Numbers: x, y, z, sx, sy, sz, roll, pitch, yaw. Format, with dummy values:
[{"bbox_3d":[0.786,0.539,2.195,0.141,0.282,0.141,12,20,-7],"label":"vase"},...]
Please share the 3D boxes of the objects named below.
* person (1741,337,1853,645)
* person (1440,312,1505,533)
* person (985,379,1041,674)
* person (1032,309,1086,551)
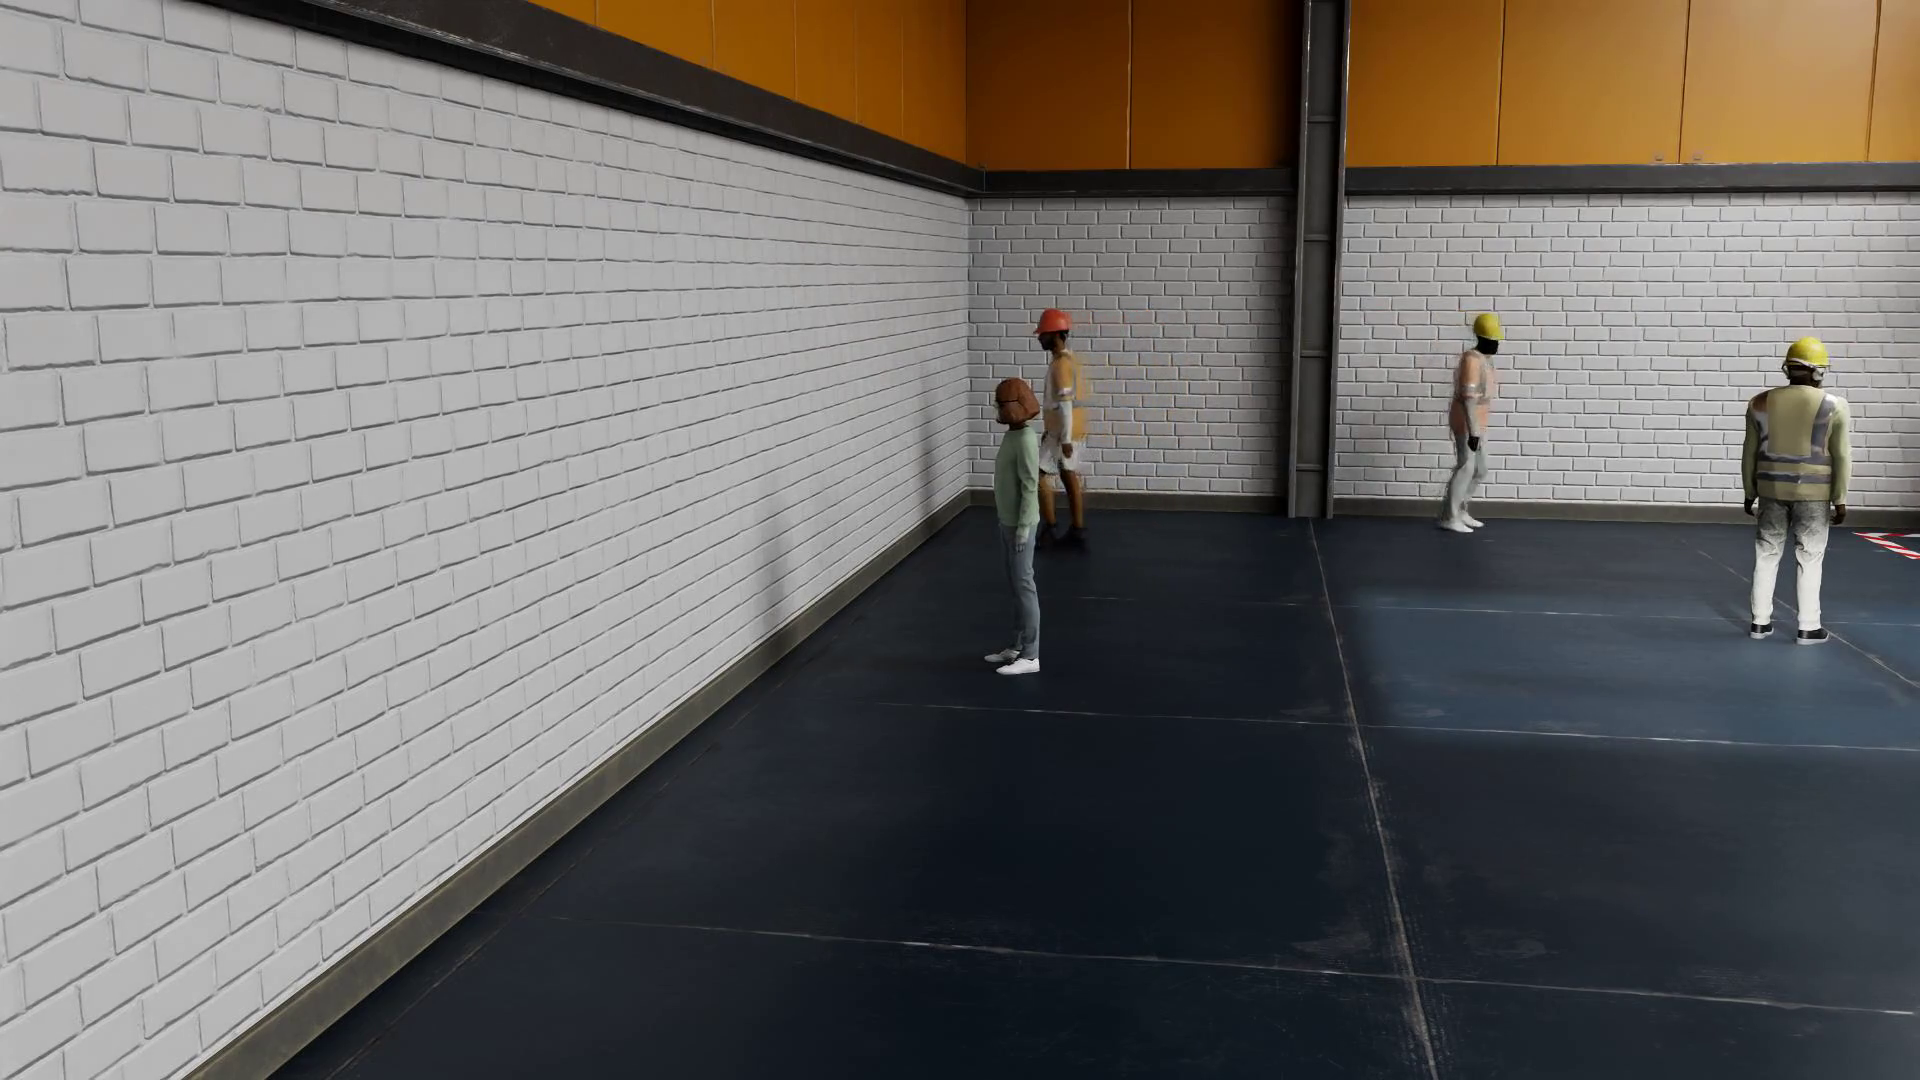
[{"bbox_3d":[5.001,-0.293,9.951,0.601,1.829,0.404,8,12,42],"label":"person"},{"bbox_3d":[4.327,-0.978,14.034,0.542,1.878,0.605,6,11,33],"label":"person"},{"bbox_3d":[0.304,-0.076,9.219,0.272,1.631,0.507,-2,9,-10],"label":"person"},{"bbox_3d":[0.734,-0.864,13.225,0.616,1.917,0.563,2,9,10],"label":"person"}]
